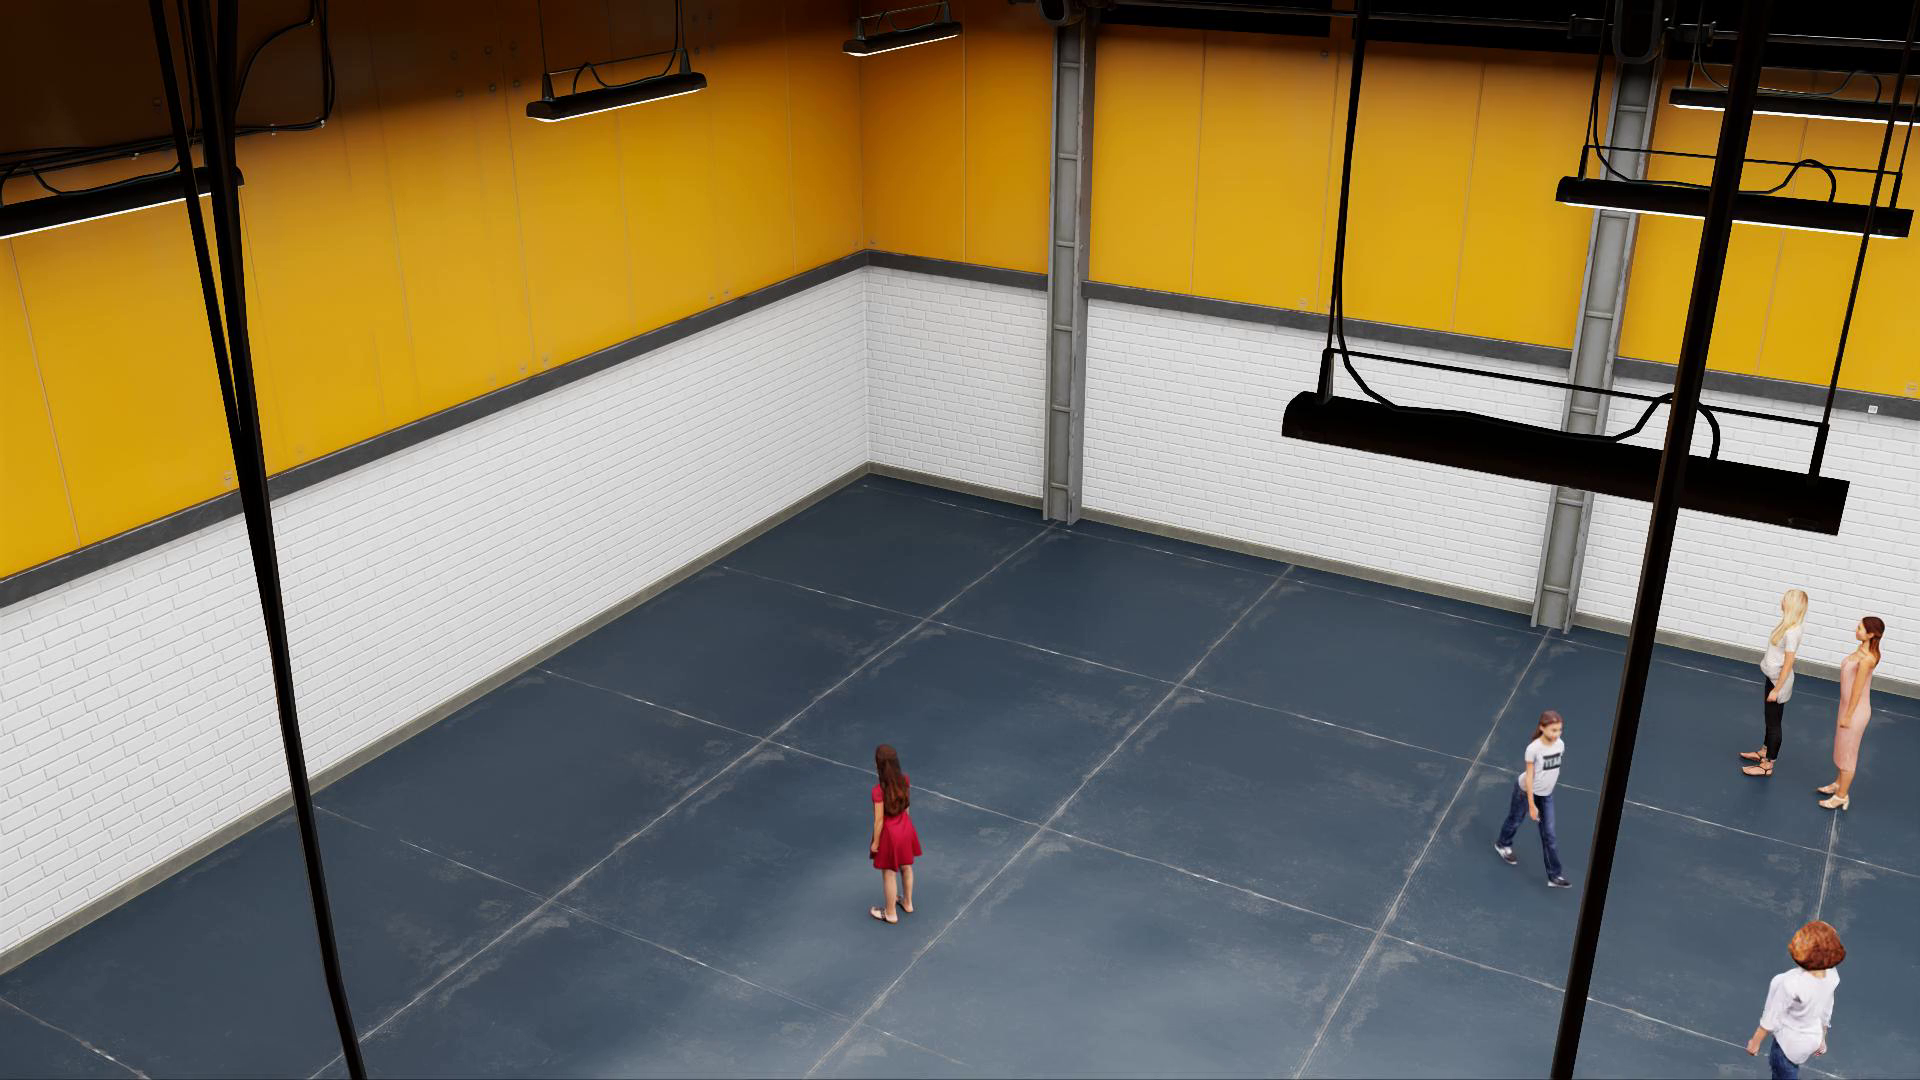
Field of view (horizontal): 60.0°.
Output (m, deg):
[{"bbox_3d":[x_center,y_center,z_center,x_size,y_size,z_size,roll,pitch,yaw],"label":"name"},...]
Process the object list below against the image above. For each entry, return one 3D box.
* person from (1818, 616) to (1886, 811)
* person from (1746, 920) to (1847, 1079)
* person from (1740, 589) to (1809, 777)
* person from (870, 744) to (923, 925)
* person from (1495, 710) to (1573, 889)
[{"bbox_3d":[7.849,1.506,14.589,0.547,1.831,0.601,10,25,21],"label":"person"},{"bbox_3d":[5.463,3.270,10.720,0.801,1.698,0.852,-13,27,-28],"label":"person"},{"bbox_3d":[7.444,1.285,15.101,0.567,1.827,0.628,9,25,20],"label":"person"},{"bbox_3d":[-0.526,2.305,13.111,0.670,1.551,0.613,21,31,40],"label":"person"},{"bbox_3d":[4.688,2.058,13.717,1.008,1.517,1.085,-7,24,-15],"label":"person"}]
